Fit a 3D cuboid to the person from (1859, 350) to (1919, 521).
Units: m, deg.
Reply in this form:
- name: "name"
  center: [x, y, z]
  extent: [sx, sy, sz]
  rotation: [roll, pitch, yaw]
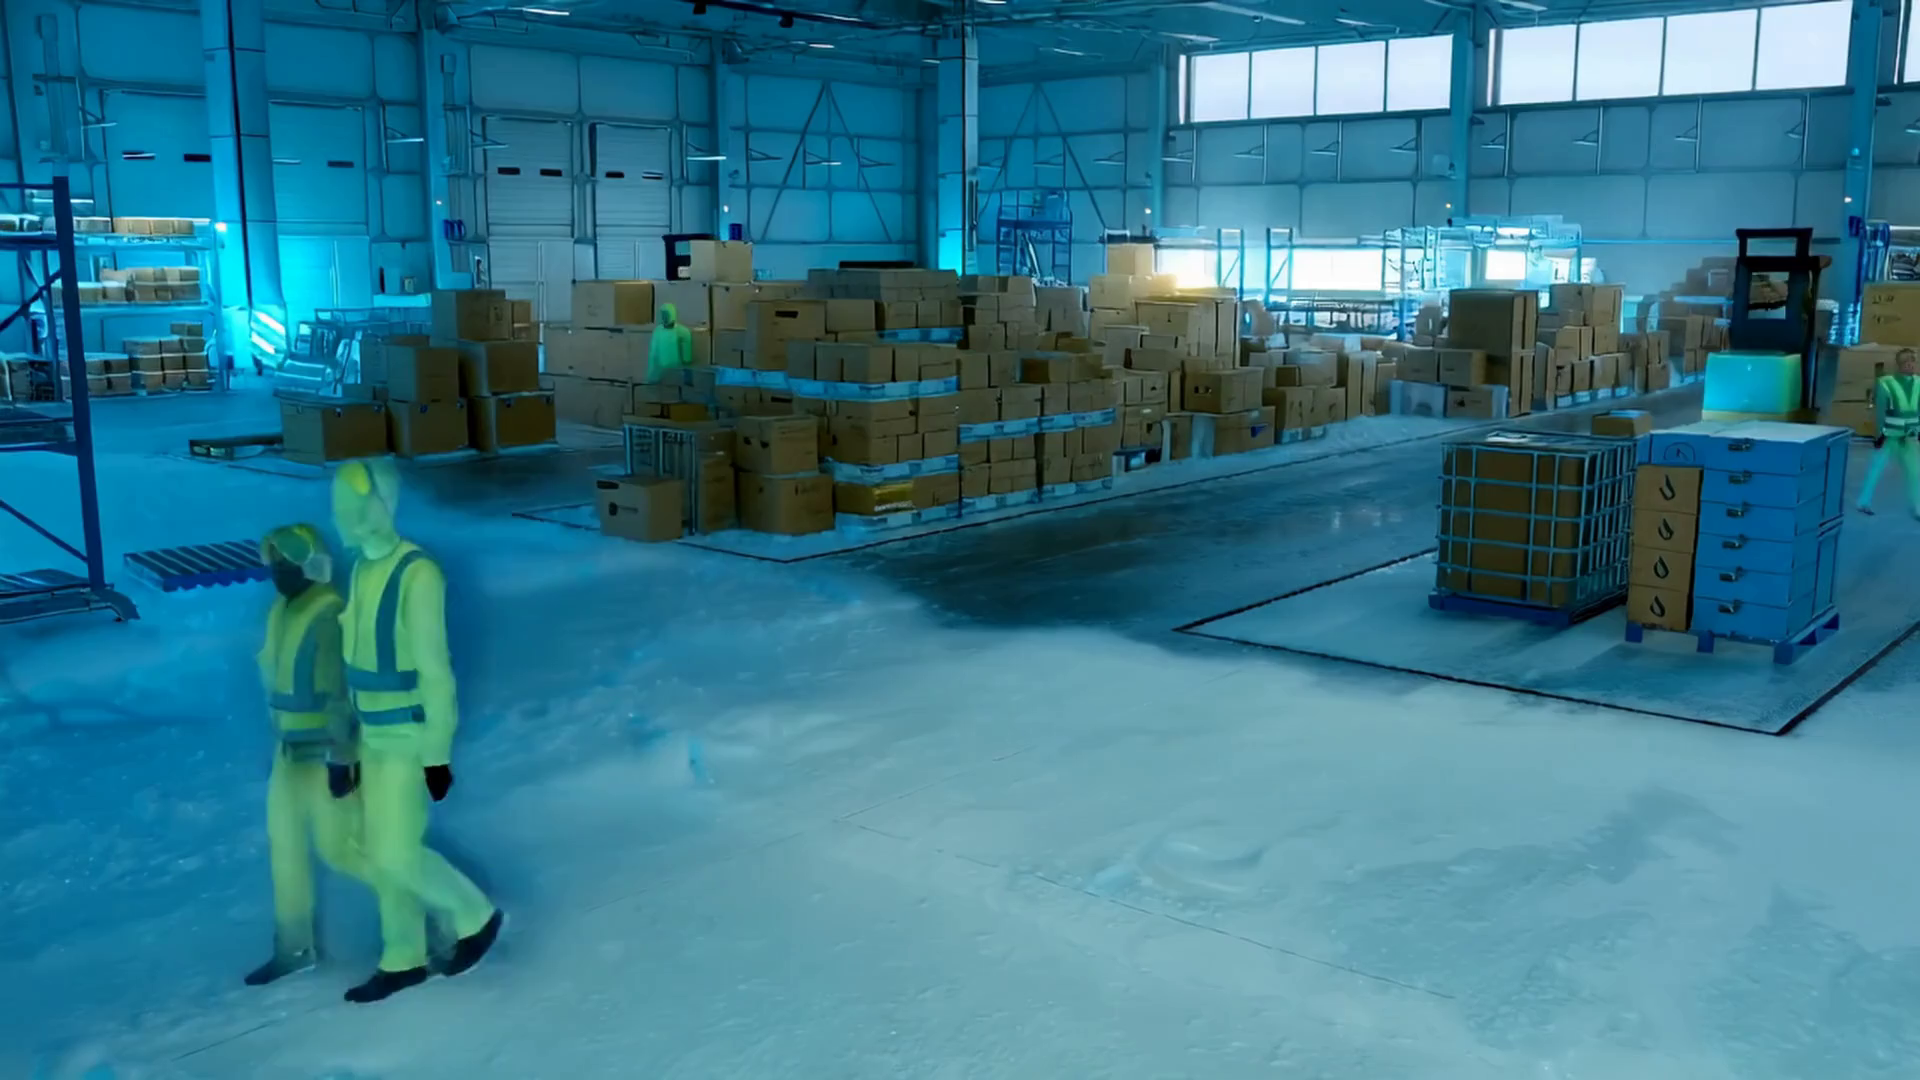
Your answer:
- name: "person"
  center: [8.825, -0.981, 15.634]
  extent: [0.537, 1.590, 0.861]
  rotation: [-1, 10, -6]

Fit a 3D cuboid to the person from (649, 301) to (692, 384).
- name: "person"
  center: [-3.437, -1.929, 20.129]
  extent: [0.635, 1.918, 0.708]
  rotation: [9, 13, 41]

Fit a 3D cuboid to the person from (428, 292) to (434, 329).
- name: "person"
  center: [-10.806, -4.344, 34.552]
  extent: [0.582, 1.679, 0.541]
  rotation: [0, 10, 1]

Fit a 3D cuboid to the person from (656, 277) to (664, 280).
- name: "person"
  center: [-6.462, -4.718, 35.982]
  extent: [0.634, 1.929, 0.387]
  rotation: [-4, 11, -23]

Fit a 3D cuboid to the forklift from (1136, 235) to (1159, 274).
- name: "forklift"
  center: [4.226, -5.545, 37.965]
  extent: [1.873, 2.768, 1.129]
  rotation: [2, 10, 13]

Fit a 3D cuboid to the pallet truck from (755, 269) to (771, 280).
- name: "pallet truck"
  center: [-4.996, -6.432, 45.525]
  extent: [1.885, 1.965, 0.823]
  rotation: [-6, 12, -32]

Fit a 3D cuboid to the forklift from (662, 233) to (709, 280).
- name: "forklift"
  center: [-5.415, -4.677, 33.019]
  extent: [1.873, 2.768, 1.129]
  rotation: [8, 13, 40]

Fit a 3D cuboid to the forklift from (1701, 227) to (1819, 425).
- name: "forklift"
  center: [11.308, -2.972, 23.315]
  extent: [1.129, 2.768, 1.873]
  rotation: [8, 13, 40]

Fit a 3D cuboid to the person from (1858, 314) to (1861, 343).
- name: "person"
  center: [15.303, -3.270, 27.810]
  extent: [0.555, 1.903, 0.962]
  rotation: [2, 10, 11]

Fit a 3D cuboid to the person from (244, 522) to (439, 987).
- name: "person"
  center: [-2.210, 0.729, 5.834]
  extent: [0.541, 1.623, 0.635]
  rotation: [8, 13, 38]

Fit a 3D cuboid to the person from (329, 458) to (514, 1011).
- name: "person"
  center: [-1.841, 0.653, 5.558]
  extent: [0.457, 1.872, 0.606]
  rotation: [-9, 13, -42]
